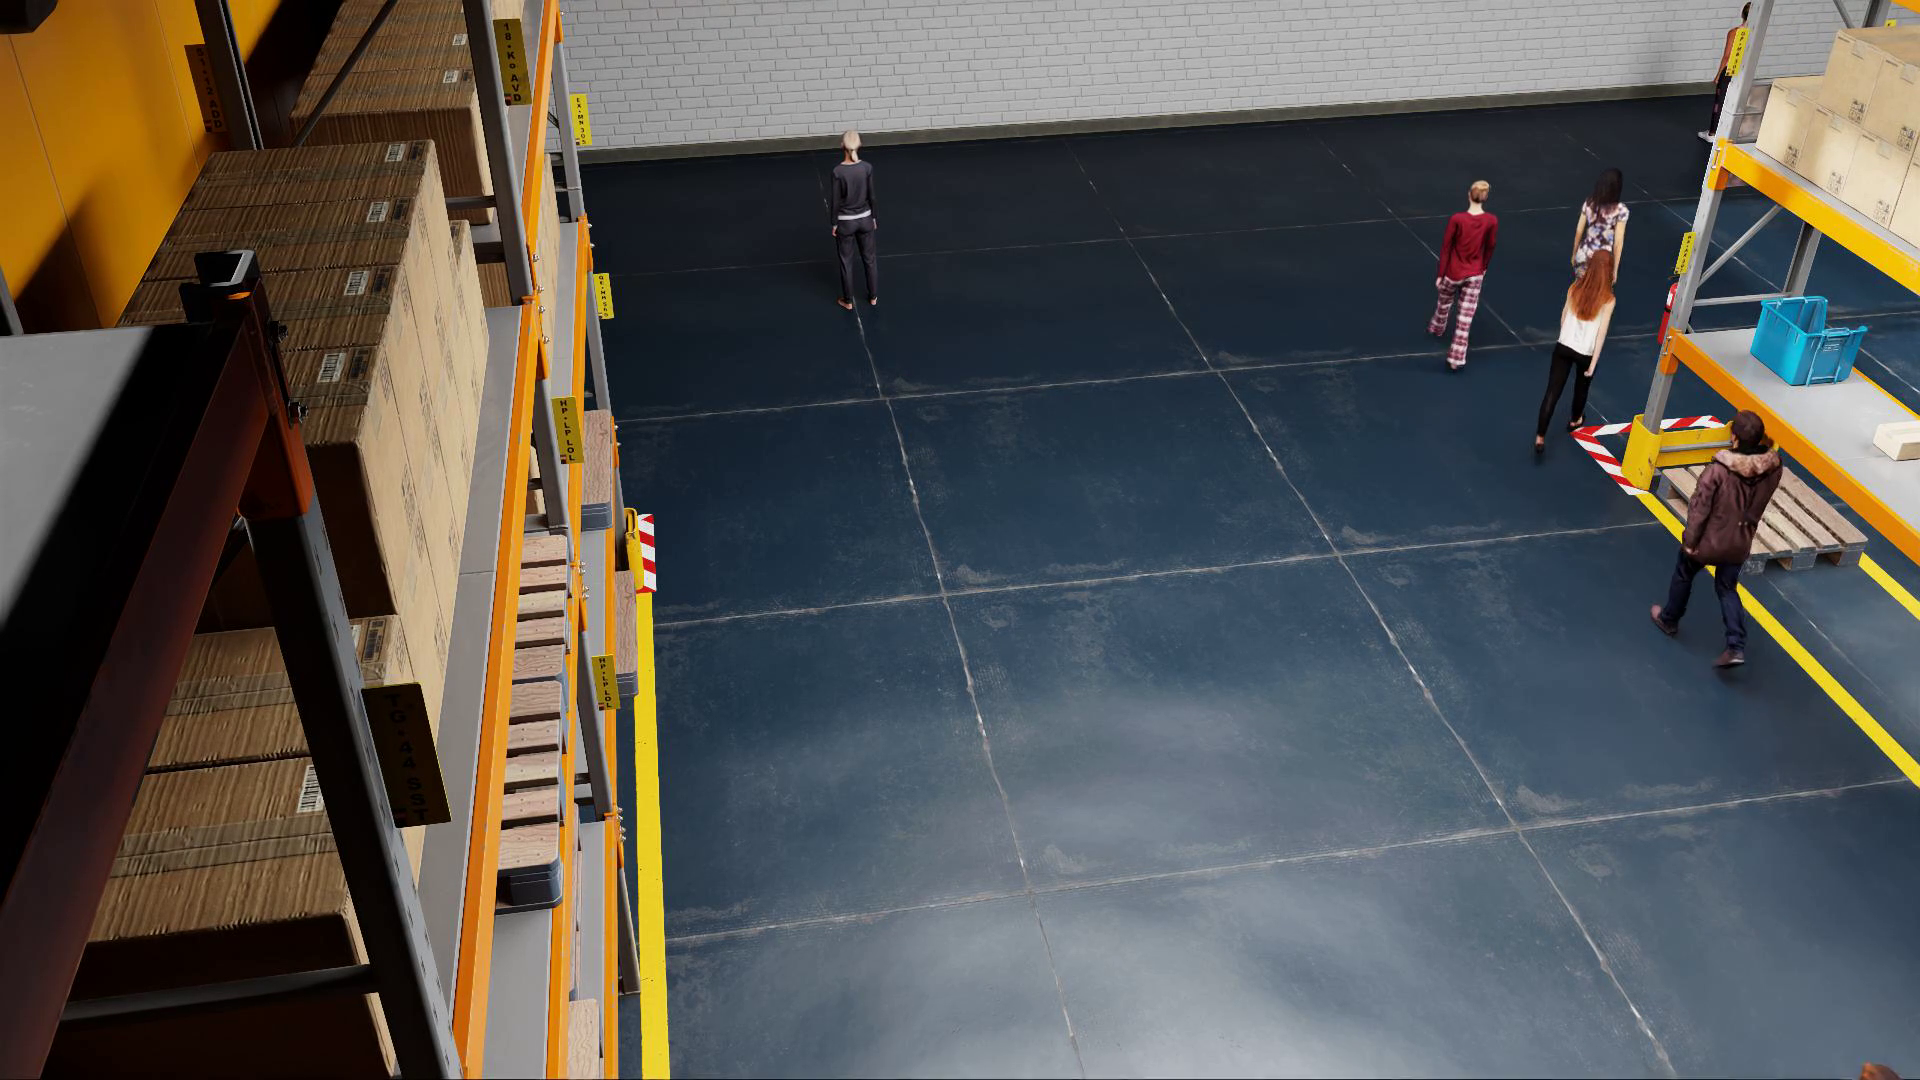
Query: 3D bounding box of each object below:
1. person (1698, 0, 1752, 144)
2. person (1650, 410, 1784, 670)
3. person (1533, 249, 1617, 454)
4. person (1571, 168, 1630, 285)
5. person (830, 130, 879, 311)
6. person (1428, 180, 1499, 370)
[{"bbox_3d":[9.030,-5.455,19.378,0.561,1.641,0.541,-4,34,-6],"label":"person"},{"bbox_3d":[5.073,0.022,10.978,0.759,1.820,1.120,-4,34,-6],"label":"person"},{"bbox_3d":[4.906,-1.461,13.336,1.098,1.678,1.105,25,41,32],"label":"person"},{"bbox_3d":[5.585,-2.420,14.748,0.874,1.712,0.920,27,42,35],"label":"person"},{"bbox_3d":[-0.997,-3.016,15.632,0.643,1.726,0.572,-12,35,-17],"label":"person"},{"bbox_3d":[4.444,-2.303,14.619,0.826,1.660,1.144,2,34,3],"label":"person"}]
